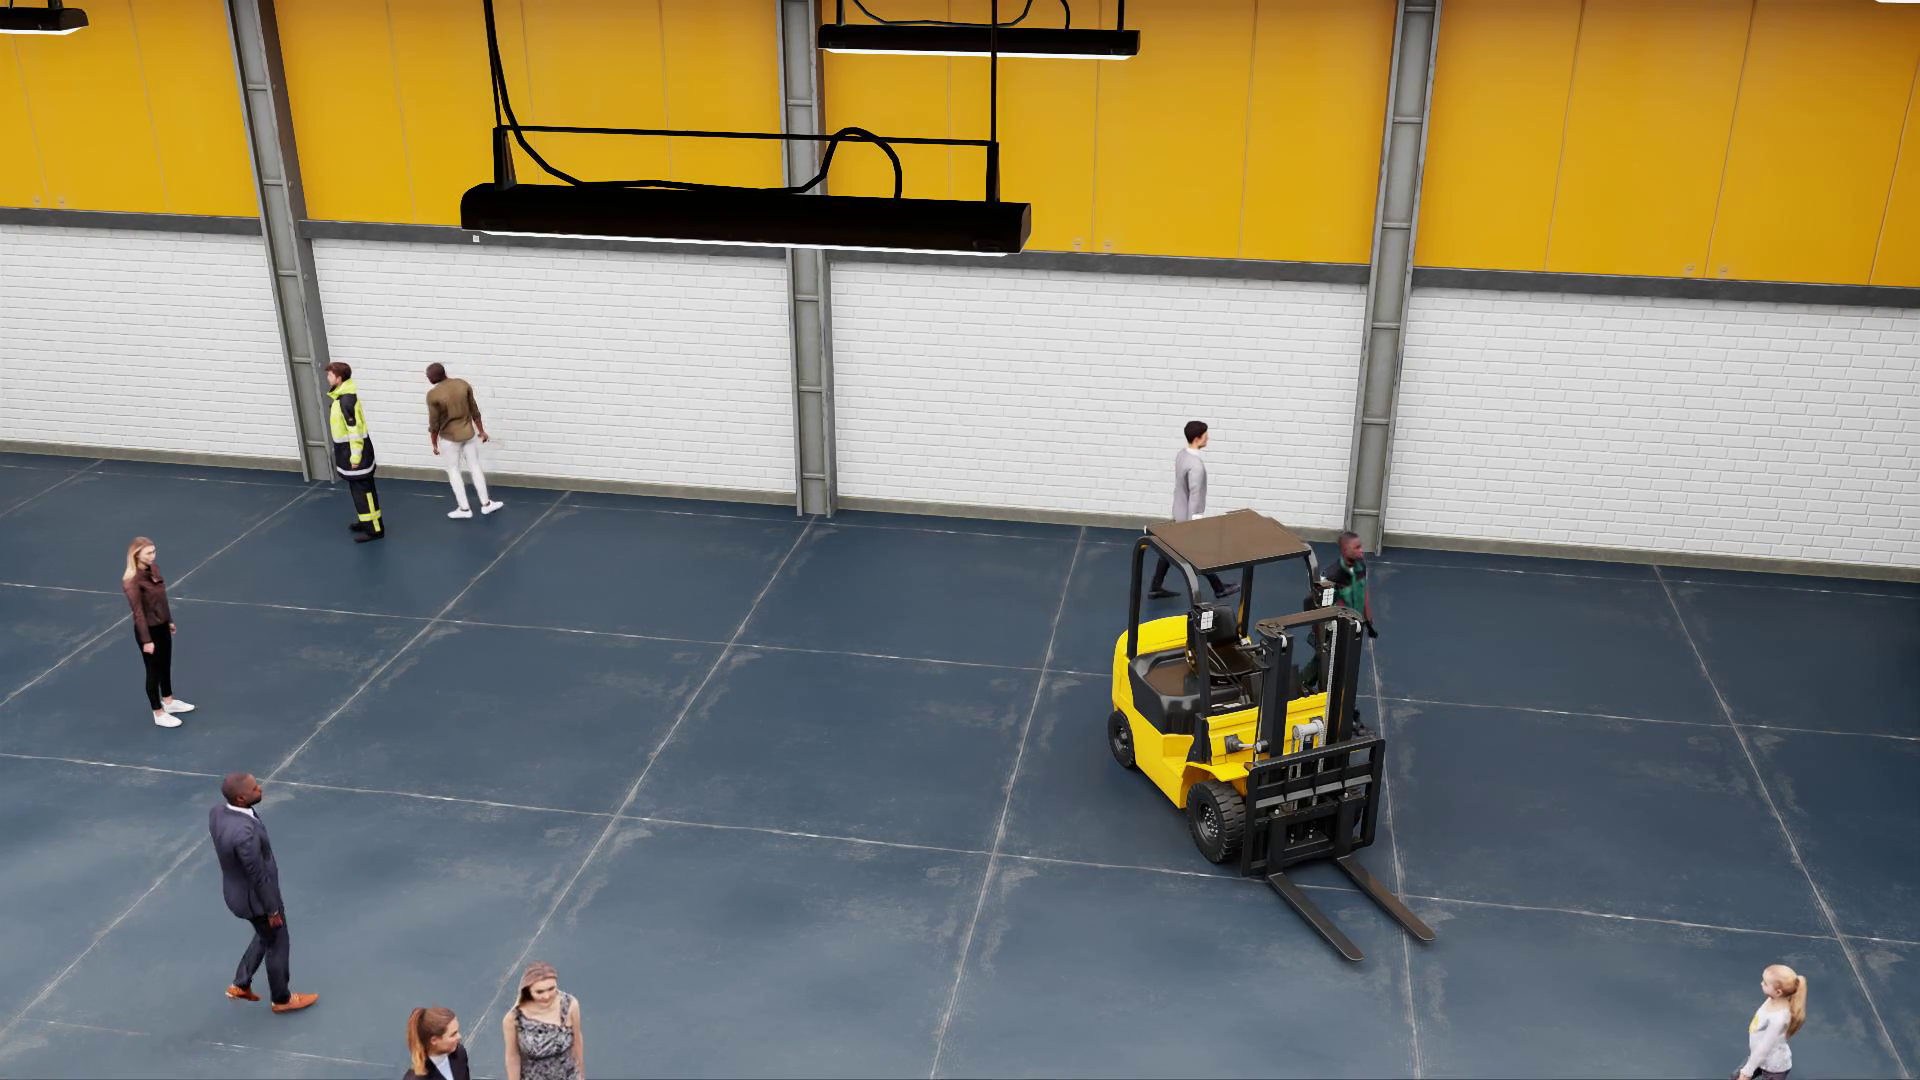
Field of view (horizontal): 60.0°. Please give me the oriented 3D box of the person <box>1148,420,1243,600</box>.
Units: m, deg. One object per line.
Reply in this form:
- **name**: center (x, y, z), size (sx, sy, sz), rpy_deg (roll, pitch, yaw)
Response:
- **person**: center (2.141, -0.228, 16.224), size (1.325, 1.864, 1.039), rpy_deg (-4, 24, -9)

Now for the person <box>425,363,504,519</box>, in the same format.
- **person**: center (-5.465, -1.110, 18.340), size (0.900, 1.786, 0.906), rpy_deg (-13, 27, -28)

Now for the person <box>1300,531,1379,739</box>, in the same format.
- **person**: center (3.124, 0.743, 14.082), size (1.282, 1.800, 1.092), rpy_deg (21, 31, 39)

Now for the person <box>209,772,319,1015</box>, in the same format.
- **person**: center (-4.540, 2.288, 10.543), size (0.950, 1.804, 0.887), rpy_deg (-19, 30, -37)

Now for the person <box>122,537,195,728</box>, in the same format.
- **person**: center (-6.876, 0.761, 14.161), size (0.545, 1.705, 0.633), rpy_deg (1, 24, 2)

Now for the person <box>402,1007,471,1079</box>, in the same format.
- **person**: center (-2.752, 3.166, 8.689), size (1.281, 1.680, 0.969), rpy_deg (18, 29, 35)

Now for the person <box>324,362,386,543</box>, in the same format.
- **person**: center (-6.465, -0.959, 17.752), size (0.884, 1.980, 0.874), rpy_deg (-11, 26, -23)

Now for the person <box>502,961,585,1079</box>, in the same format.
- **person**: center (-2.278, 2.972, 9.127), size (0.996, 1.685, 0.928), rpy_deg (-7, 25, -16)

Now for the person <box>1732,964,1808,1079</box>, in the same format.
- **person**: center (4.727, 3.015, 9.557), size (0.719, 1.263, 0.570), rpy_deg (8, 25, 18)
